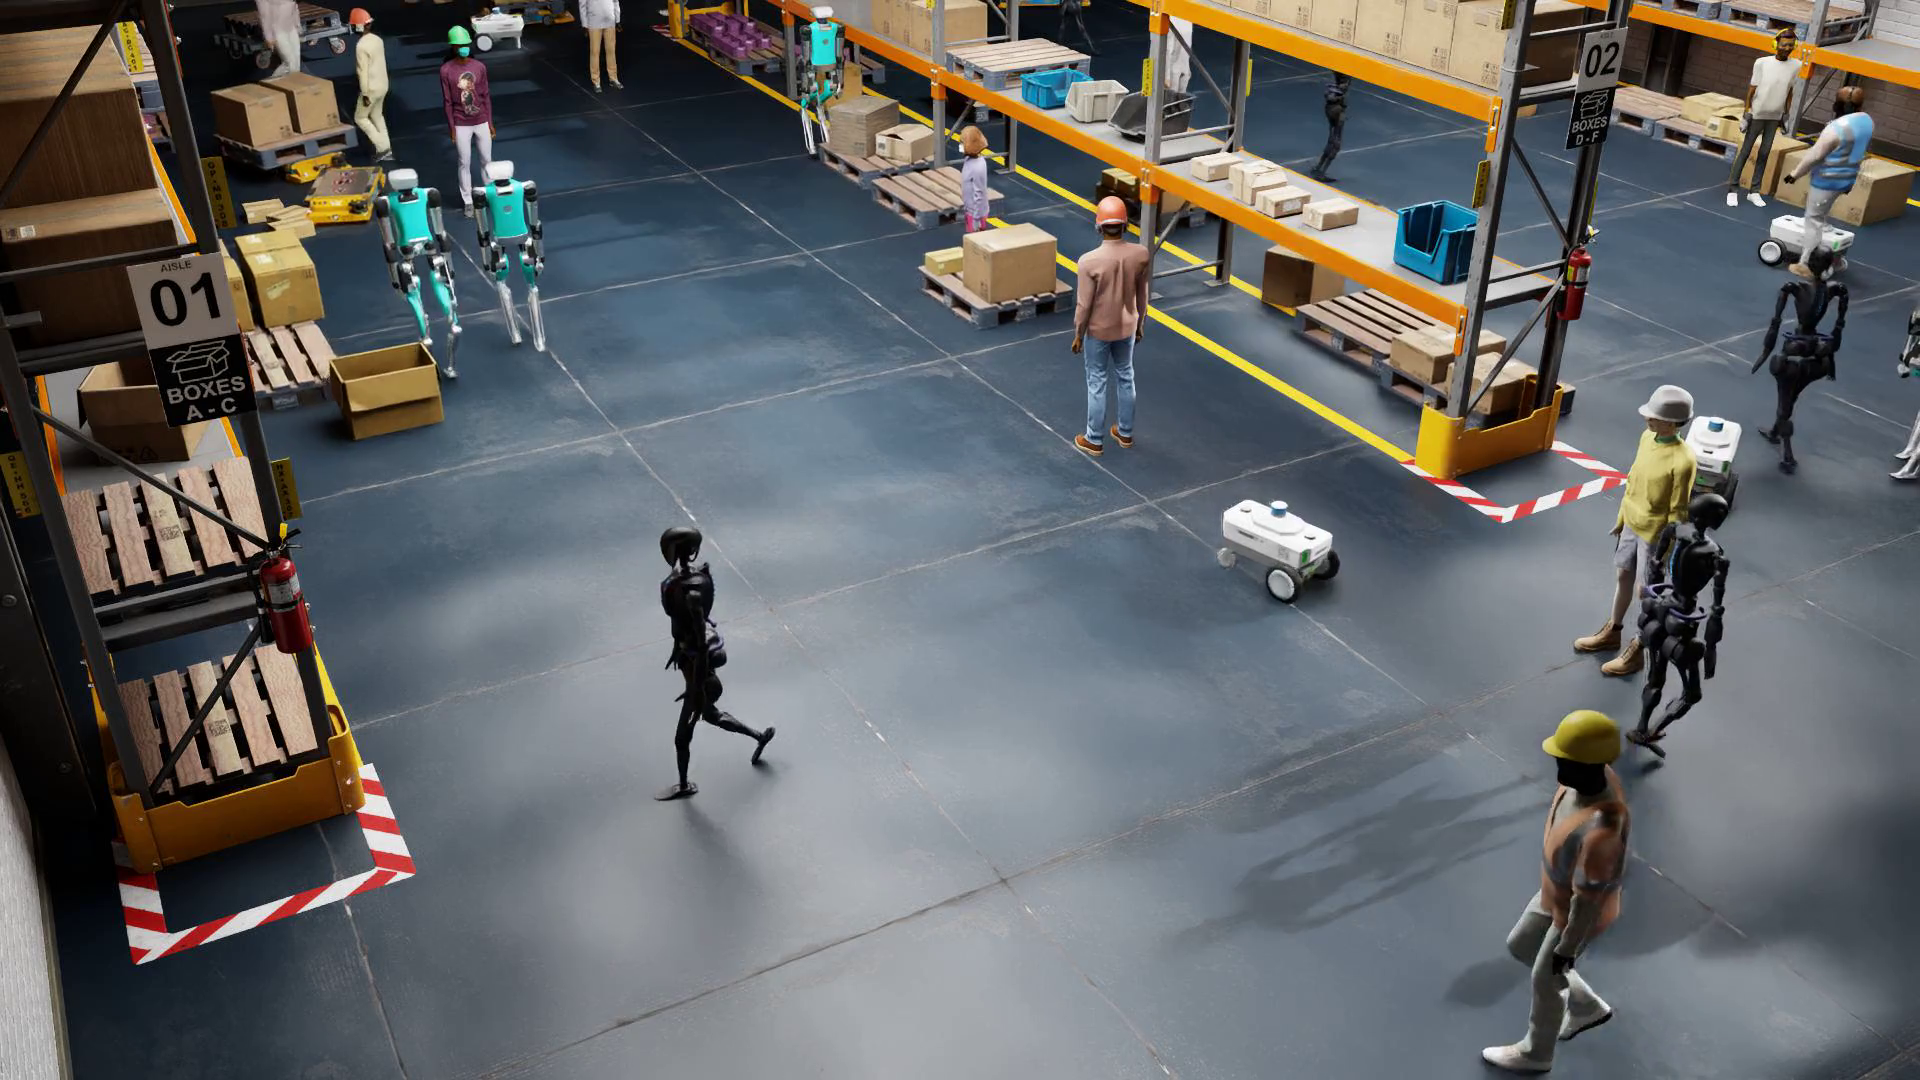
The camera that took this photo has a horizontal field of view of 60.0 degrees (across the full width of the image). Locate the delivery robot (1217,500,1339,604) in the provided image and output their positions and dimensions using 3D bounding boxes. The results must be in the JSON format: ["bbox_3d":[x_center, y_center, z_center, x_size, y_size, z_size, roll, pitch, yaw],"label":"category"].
[{"bbox_3d":[2.113,0.037,11.071,0.811,0.608,0.499,26,39,38],"label":"delivery robot"}]

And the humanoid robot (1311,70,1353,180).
[{"bbox_3d":[4.179,-4.835,18.434,0.401,1.647,0.616,1,30,2],"label":"humanoid robot"}]

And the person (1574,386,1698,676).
[{"bbox_3d":[4.087,-0.059,9.892,0.399,1.888,0.473,-7,31,-12],"label":"person"}]

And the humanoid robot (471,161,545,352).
[{"bbox_3d":[-3.832,-2.442,14.186,0.540,1.748,0.817,-11,32,-18],"label":"humanoid robot"}]

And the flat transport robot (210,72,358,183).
[{"bbox_3d":[-7.653,-4.356,18.992,1.431,0.231,0.659,22,36,33],"label":"flat transport robot"}]

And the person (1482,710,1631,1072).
[{"bbox_3d":[2.603,1.534,7.095,0.489,1.908,0.598,5,30,9],"label":"person"}]

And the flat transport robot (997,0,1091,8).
[{"bbox_3d":[1.320,-8.624,26.422,1.431,0.231,0.659,-2,30,-4],"label":"flat transport robot"}]

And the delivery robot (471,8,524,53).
[{"bbox_3d":[-6.662,-7.317,23.875,0.782,0.610,0.510,-10,31,-16],"label":"delivery robot"}]

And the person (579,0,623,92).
[{"bbox_3d":[-4.665,-6.751,21.673,0.571,1.746,0.343,-20,35,-31],"label":"person"}]

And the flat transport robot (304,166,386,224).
[{"bbox_3d":[-6.615,-3.729,17.900,0.659,0.231,1.431,-5,30,-8],"label":"flat transport robot"}]

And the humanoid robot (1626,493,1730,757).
[{"bbox_3d":[3.967,0.453,9.205,0.344,1.654,0.600,-8,31,-14],"label":"humanoid robot"}]

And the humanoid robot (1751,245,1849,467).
[{"bbox_3d":[6.295,-1.371,12.448,0.612,1.631,0.738,2,30,4],"label":"humanoid robot"}]

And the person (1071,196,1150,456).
[{"bbox_3d":[1.111,-1.593,12.454,0.618,1.990,0.388,-14,33,-22],"label":"person"}]

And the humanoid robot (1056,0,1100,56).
[{"bbox_3d":[1.585,-7.569,23.219,0.779,1.629,0.603,9,31,16],"label":"humanoid robot"}]

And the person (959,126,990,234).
[{"bbox_3d":[0.123,-2.989,15.251,0.283,1.628,0.503,-5,30,-9],"label":"person"}]

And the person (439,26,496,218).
[{"bbox_3d":[-5.107,-4.362,17.314,0.493,1.955,0.417,-16,34,-26],"label":"person"}]

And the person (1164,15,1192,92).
[{"bbox_3d":[2.516,-5.461,19.288,0.378,1.892,0.584,19,35,30],"label":"person"}]

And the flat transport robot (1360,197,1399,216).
[{"bbox_3d":[4.163,-3.179,16.943,0.659,0.231,1.431,-9,31,-16],"label":"flat transport robot"}]

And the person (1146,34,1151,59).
[{"bbox_3d":[2.450,-5.964,20.158,0.525,1.892,0.670,20,35,30],"label":"person"}]

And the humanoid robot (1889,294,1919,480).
[{"bbox_3d":[7.248,-1.292,12.188,0.794,1.782,0.559,-17,34,-27],"label":"humanoid robot"}]

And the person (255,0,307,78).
[{"bbox_3d":[-8.494,-6.320,20.761,0.519,1.919,0.633,6,30,11],"label":"person"}]

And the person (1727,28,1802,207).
[{"bbox_3d":[8.507,-4.447,17.543,0.517,1.873,0.327,1,30,2],"label":"person"}]

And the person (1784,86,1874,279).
[{"bbox_3d":[8.189,-3.406,15.781,0.631,1.817,0.558,-21,36,-32],"label":"person"}]

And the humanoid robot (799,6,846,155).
[{"bbox_3d":[-1.635,-5.284,18.997,0.533,1.681,0.735,-13,32,-21],"label":"humanoid robot"}]

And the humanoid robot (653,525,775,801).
[{"bbox_3d":[-1.358,0.641,8.918,0.741,1.632,0.593,-11,32,-18],"label":"humanoid robot"}]

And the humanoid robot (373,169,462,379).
[{"bbox_3d":[-4.326,-2.071,13.562,0.539,1.796,0.766,-17,34,-27],"label":"humanoid robot"}]

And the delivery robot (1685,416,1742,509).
[{"bbox_3d":[5.481,-0.618,12.183,0.499,0.580,0.766,15,33,25],"label":"delivery robot"}]

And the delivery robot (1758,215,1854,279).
[{"bbox_3d":[8.242,-2.895,16.175,0.499,0.607,0.808,-20,36,-31],"label":"delivery robot"}]

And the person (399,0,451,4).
[{"bbox_3d":[-8.528,-9.318,26.082,0.879,1.802,0.646,-20,36,-31],"label":"person"}]

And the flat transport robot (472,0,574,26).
[{"bbox_3d":[-6.654,-7.975,25.293,1.431,0.231,0.659,-12,32,-19],"label":"flat transport robot"}]

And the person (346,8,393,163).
[{"bbox_3d":[-6.705,-5.157,18.906,0.396,1.728,0.607,3,30,5],"label":"person"}]

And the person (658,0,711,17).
[{"bbox_3d":[-4.217,-8.900,25.356,0.828,1.809,0.530,0,30,0],"label":"person"}]
